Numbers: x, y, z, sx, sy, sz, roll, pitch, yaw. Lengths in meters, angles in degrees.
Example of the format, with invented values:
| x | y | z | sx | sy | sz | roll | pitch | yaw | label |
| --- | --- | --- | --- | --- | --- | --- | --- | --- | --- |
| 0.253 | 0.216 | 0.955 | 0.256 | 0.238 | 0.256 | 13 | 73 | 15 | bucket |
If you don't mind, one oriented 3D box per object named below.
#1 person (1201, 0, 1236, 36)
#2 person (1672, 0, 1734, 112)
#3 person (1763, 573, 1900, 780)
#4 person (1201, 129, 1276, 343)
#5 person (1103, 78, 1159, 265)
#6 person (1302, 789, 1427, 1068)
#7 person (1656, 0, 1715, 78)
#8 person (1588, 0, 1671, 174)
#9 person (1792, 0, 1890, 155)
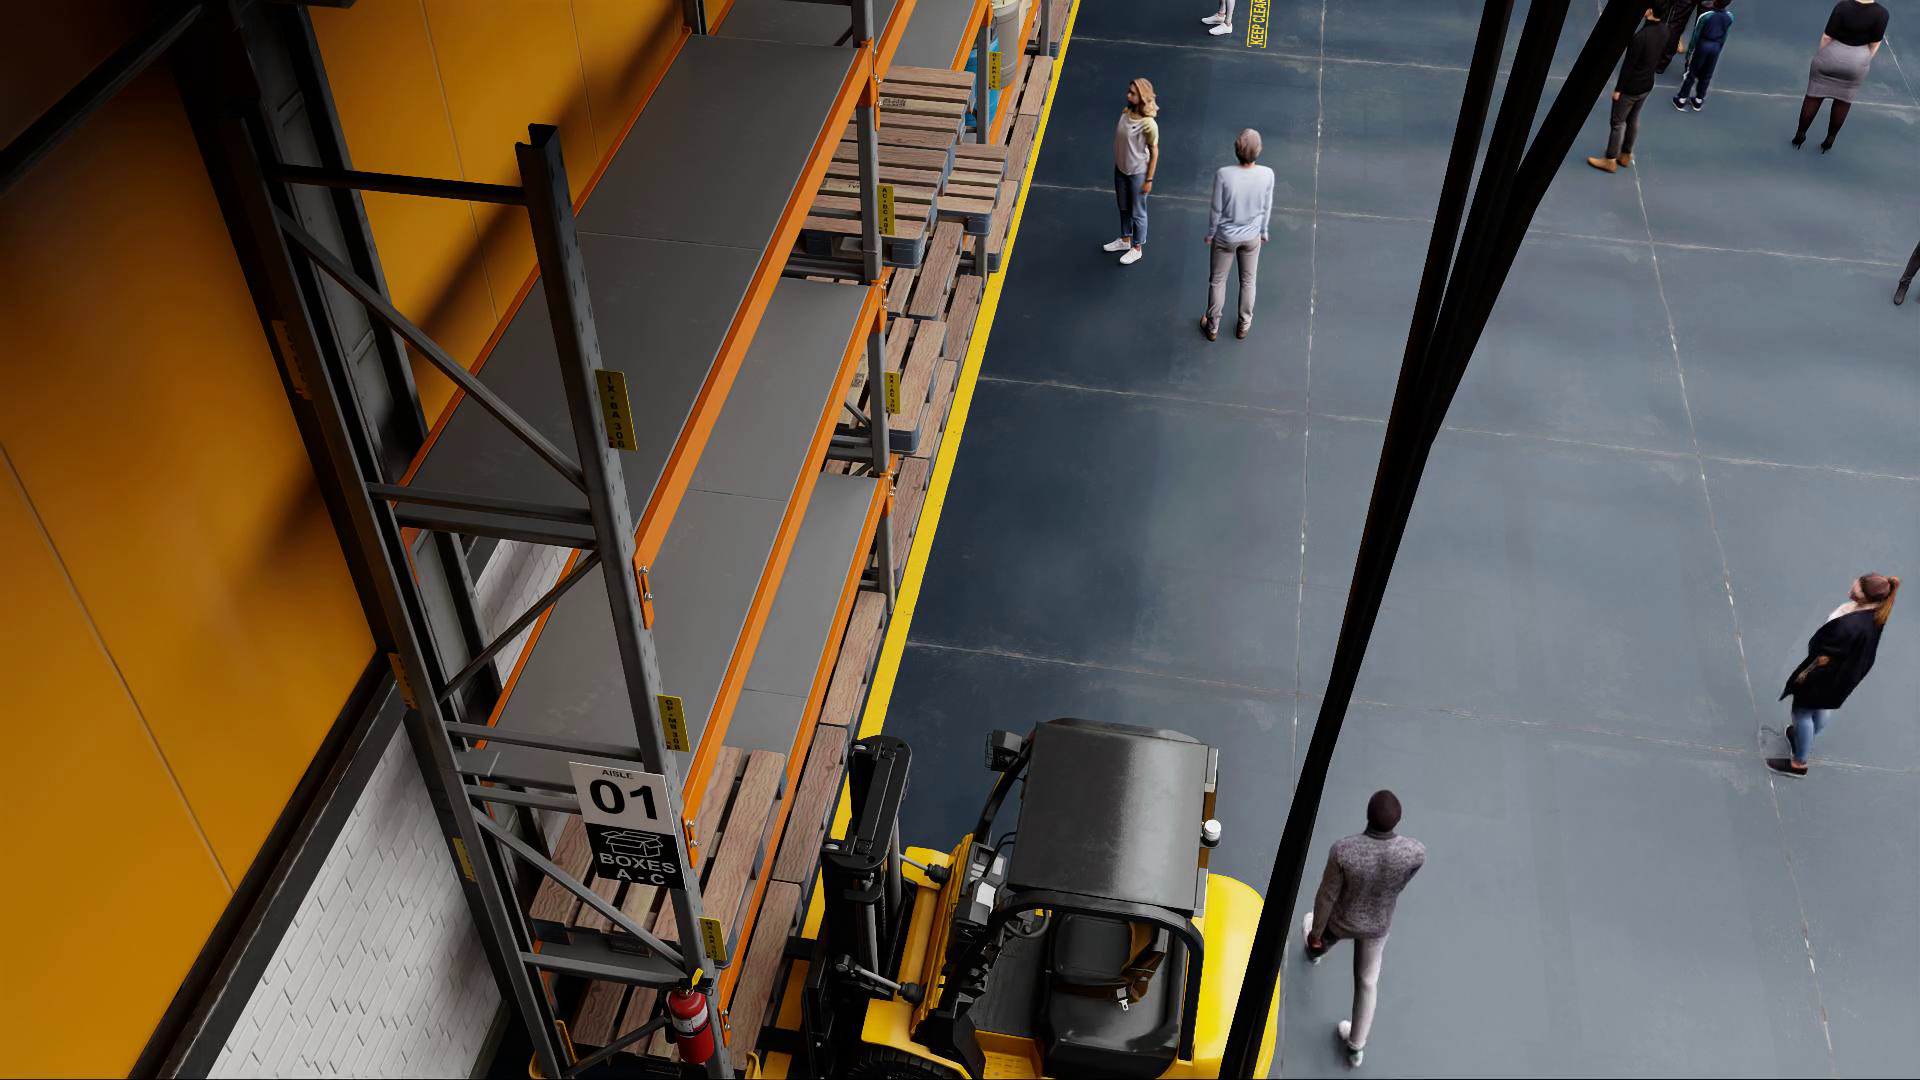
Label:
| x | y | z | sx | sy | sz | roll | pitch | yaw | label |
| --- | --- | --- | --- | --- | --- | --- | --- | --- | --- |
| 2.809 | -6.160 | 17.443 | 0.691 | 1.702 | 0.556 | -7 | 44 | -7 | person |
| 7.343 | -4.838 | 16.379 | 0.532 | 1.255 | 0.527 | -2 | 44 | -2 | person |
| 5.378 | 0.768 | 10.185 | 0.735 | 1.683 | 0.782 | -11 | 45 | -12 | person |
| 2.238 | -2.448 | 13.408 | 0.708 | 1.894 | 0.637 | 0 | 44 | 0 | person |
| 1.497 | -3.174 | 14.295 | 0.767 | 1.722 | 0.699 | -24 | 49 | -23 | person |
| 2.110 | 2.073 | 8.742 | 0.859 | 1.785 | 1.213 | 0 | 44 | 0 | person |
| 7.459 | -5.577 | 16.680 | 0.770 | 1.911 | 0.744 | 27 | 50 | 25 | person |
| 6.264 | -4.243 | 15.418 | 0.697 | 1.720 | 0.756 | -26 | 49 | -25 | person |
| 8.297 | -4.481 | 15.639 | 0.723 | 1.760 | 0.699 | 17 | 46 | 17 | person |
